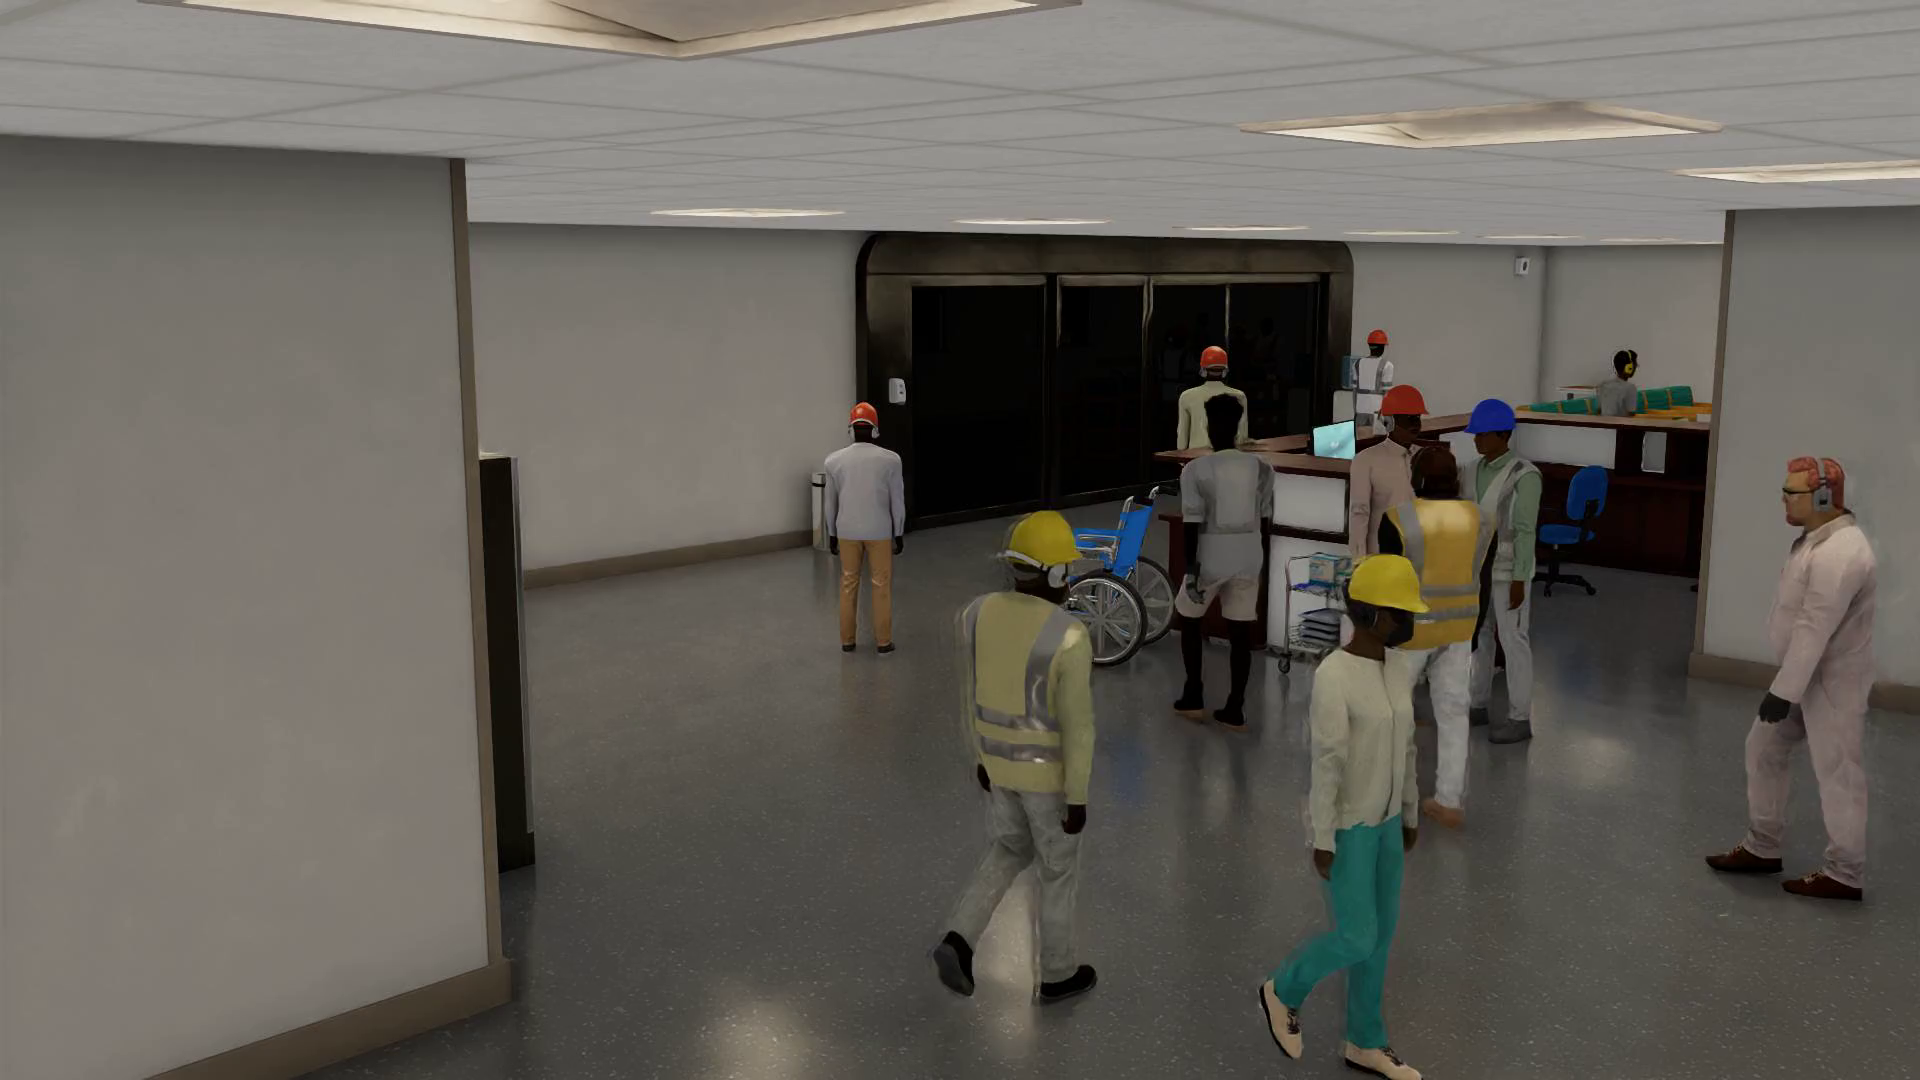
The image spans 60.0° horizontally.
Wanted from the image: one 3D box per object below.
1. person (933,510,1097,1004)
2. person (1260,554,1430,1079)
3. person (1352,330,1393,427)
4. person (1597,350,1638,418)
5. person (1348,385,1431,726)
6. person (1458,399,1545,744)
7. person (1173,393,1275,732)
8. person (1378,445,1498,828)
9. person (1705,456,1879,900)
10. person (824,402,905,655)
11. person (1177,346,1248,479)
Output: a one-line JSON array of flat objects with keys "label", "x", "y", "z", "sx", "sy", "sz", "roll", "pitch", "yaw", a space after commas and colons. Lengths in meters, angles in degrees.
[{"label": "person", "x": 0.234, "y": 0.797, "z": 5.895, "sx": 0.593, "sy": 1.820, "sz": 0.606, "roll": -9, "pitch": 13, "yaw": -44}, {"label": "person", "x": 1.293, "y": 0.903, "z": 5.413, "sx": 0.443, "sy": 1.752, "sz": 0.549, "roll": 9, "pitch": 13, "yaw": 44}, {"label": "person", "x": 4.998, "y": -1.572, "z": 20.108, "sx": 0.392, "sy": 1.929, "sz": 0.546, "roll": -9, "pitch": 13, "yaw": -43}, {"label": "person", "x": 6.571, "y": -0.965, "z": 16.600, "sx": 0.431, "sy": 1.855, "sz": 0.501, "roll": -2, "pitch": 9, "yaw": -11}, {"label": "person", "x": 2.511, "y": 0.104, "z": 9.604, "sx": 0.611, "sy": 1.997, "sz": 0.375, "roll": -5, "pitch": 10, "yaw": -26}, {"label": "person", "x": 3.005, "y": 0.170, "z": 9.403, "sx": 0.423, "sy": 1.939, "sz": 0.602, "roll": -5, "pitch": 10, "yaw": -26}, {"label": "person", "x": 1.506, "y": 0.119, "z": 9.683, "sx": 0.612, "sy": 1.940, "sz": 0.679, "roll": -2, "pitch": 10, "yaw": -14}, {"label": "person", "x": 2.250, "y": 0.432, "z": 8.166, "sx": 0.663, "sy": 1.802, "sz": 0.899, "roll": -2, "pitch": 9, "yaw": -11}, {"label": "person", "x": 3.505, "y": 0.585, "z": 7.006, "sx": 0.744, "sy": 1.877, "sz": 0.643, "roll": 3, "pitch": 10, "yaw": 16}, {"label": "person", "x": -0.651, "y": -0.076, "z": 11.479, "sx": 0.564, "sy": 1.743, "sz": 0.352, "roll": 1, "pitch": 9, "yaw": 9}, {"label": "person", "x": 2.181, "y": -0.673, "z": 14.366, "sx": 0.615, "sy": 1.997, "sz": 0.373, "roll": 2, "pitch": 9, "yaw": 12}]
